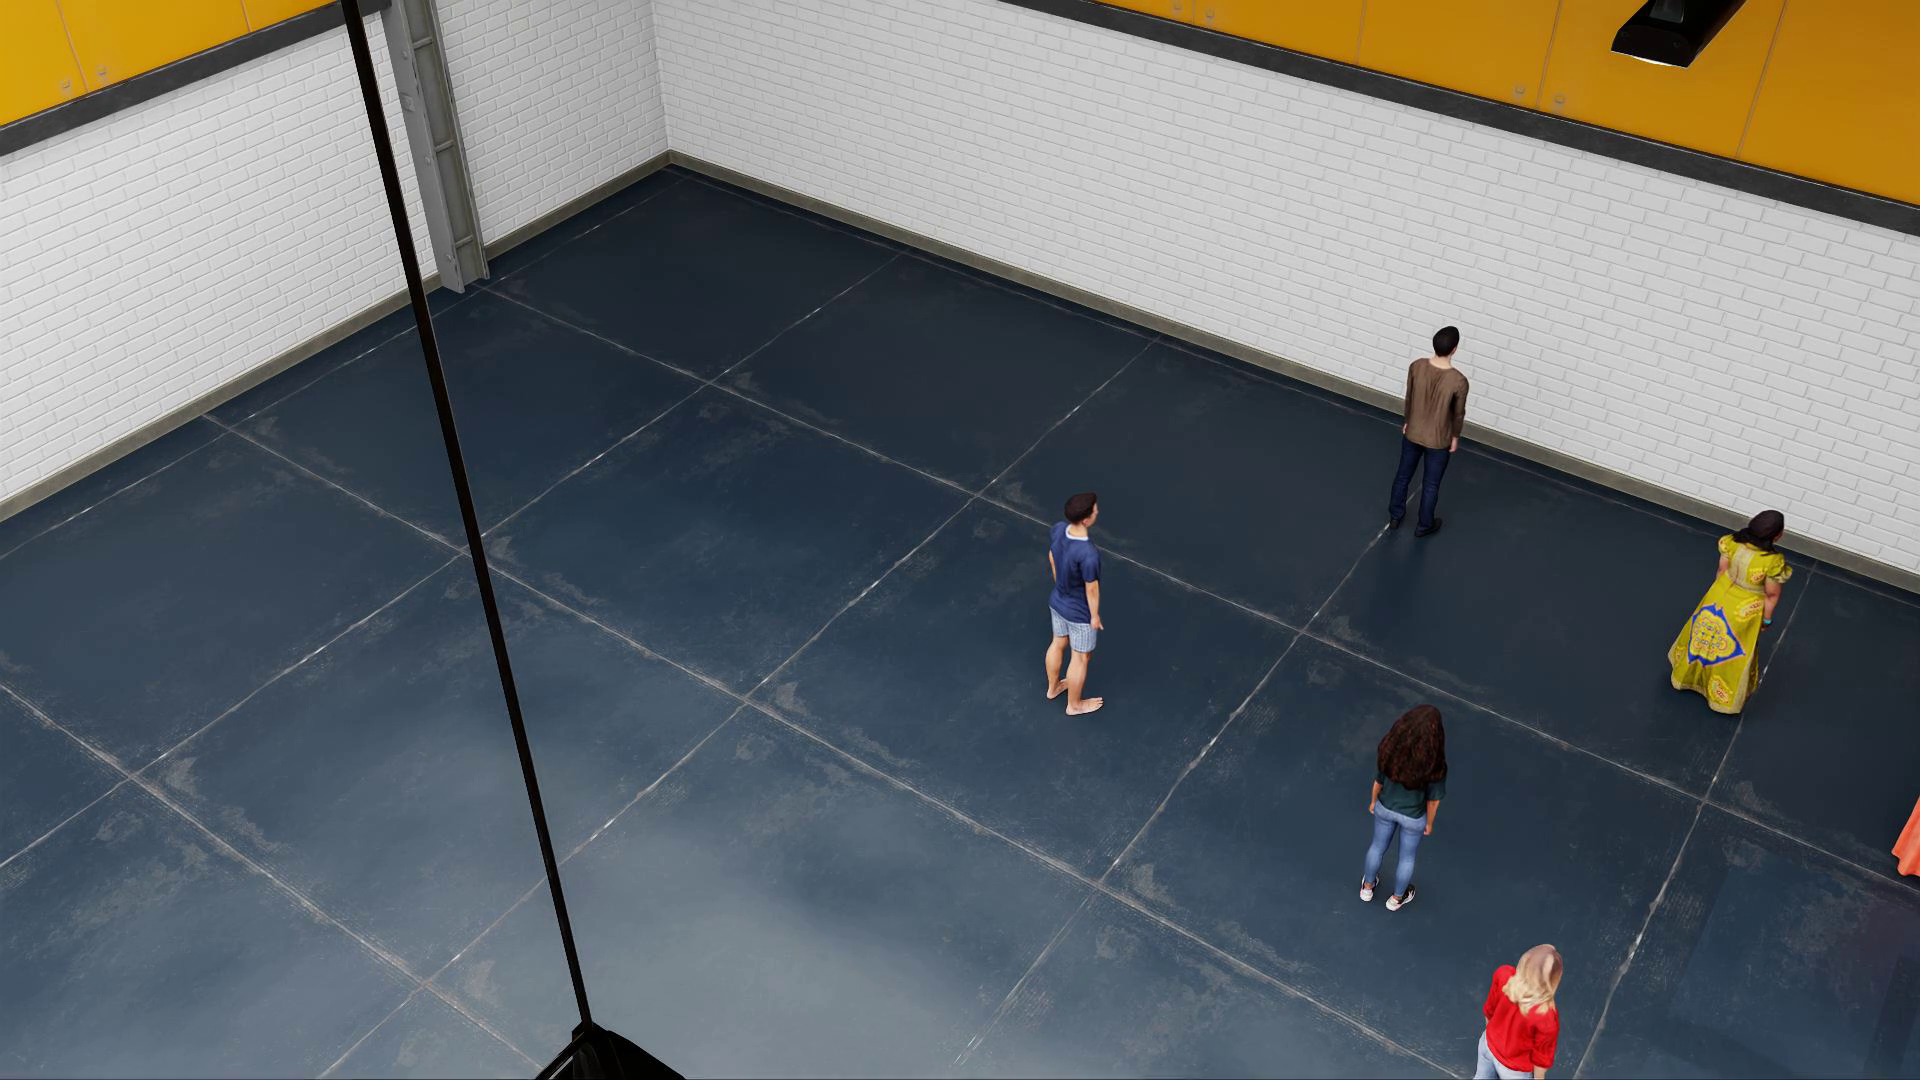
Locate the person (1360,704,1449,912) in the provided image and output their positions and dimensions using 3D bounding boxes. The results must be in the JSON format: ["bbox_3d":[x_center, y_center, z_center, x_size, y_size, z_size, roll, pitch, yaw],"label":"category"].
[{"bbox_3d":[2.704,1.636,10.171,0.598,1.612,0.586,22,43,25],"label":"person"}]

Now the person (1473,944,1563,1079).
[{"bbox_3d":[2.889,2.709,8.752,0.677,1.704,0.688,-17,42,-20],"label":"person"}]

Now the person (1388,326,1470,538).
[{"bbox_3d":[3.680,-0.846,13.055,0.646,1.889,0.565,25,45,28],"label":"person"}]

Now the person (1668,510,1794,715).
[{"bbox_3d":[5.421,0.468,11.594,0.944,1.661,0.970,-22,44,-25],"label":"person"}]

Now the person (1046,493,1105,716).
[{"bbox_3d":[0.788,0.435,11.486,0.664,1.848,0.688,-24,44,-27],"label":"person"}]
